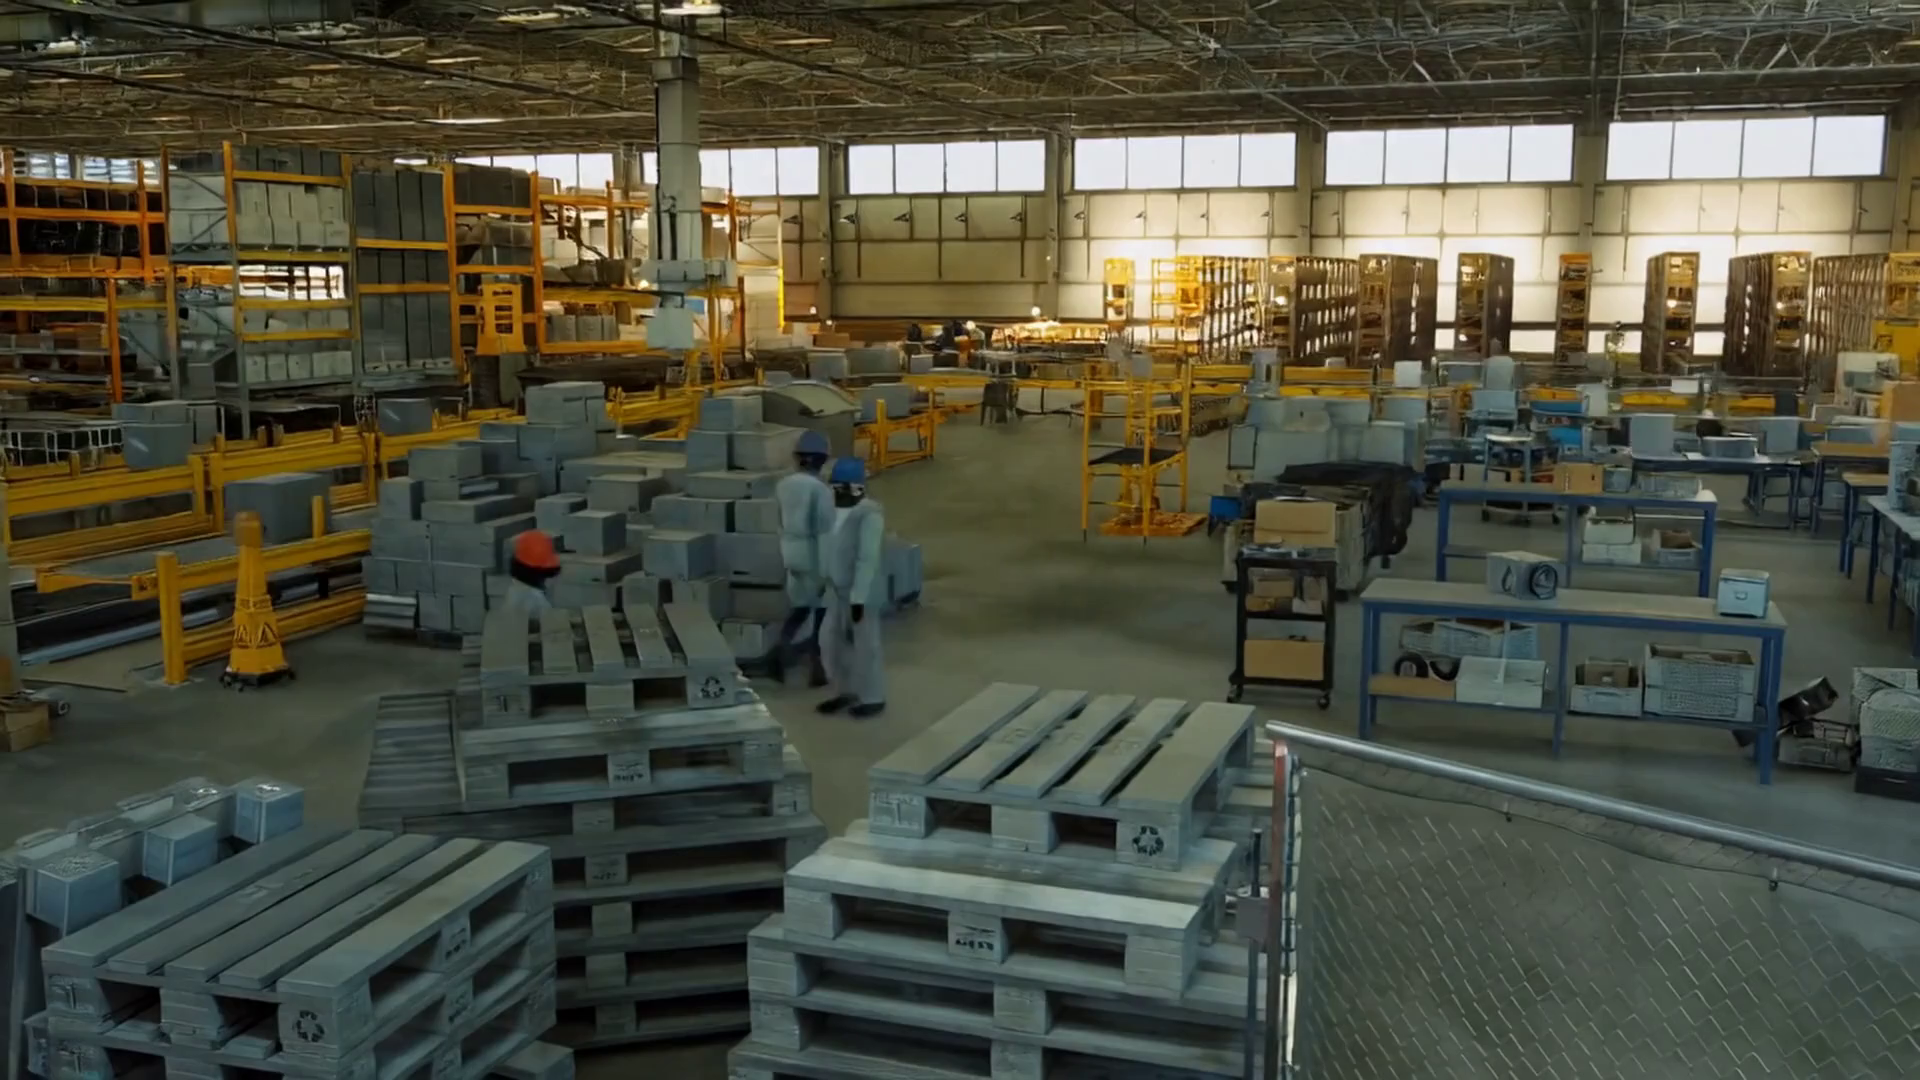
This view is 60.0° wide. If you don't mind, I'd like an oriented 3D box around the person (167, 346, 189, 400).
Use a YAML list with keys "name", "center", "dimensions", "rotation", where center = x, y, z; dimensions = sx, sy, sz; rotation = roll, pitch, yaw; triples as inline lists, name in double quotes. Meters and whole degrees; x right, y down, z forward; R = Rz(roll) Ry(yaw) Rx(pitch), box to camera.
- name: "person"
  center: [-15.805, -3.140, 33.749]
  dimensions: [0.467, 1.615, 0.514]
  rotation: [4, 10, 23]

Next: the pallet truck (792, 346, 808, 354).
- name: "pallet truck"
  center: [-3.705, -4.298, 42.022]
  dimensions: [0.653, 1.274, 1.630]
  rotation: [3, 10, 20]

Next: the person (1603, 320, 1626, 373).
- name: "person"
  center: [18.165, -5.197, 46.159]
  dimensions: [0.609, 1.789, 0.921]
  rotation: [4, 10, 26]

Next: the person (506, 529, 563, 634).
- name: "person"
  center: [-2.280, 0.780, 8.853]
  dimensions: [0.412, 1.716, 0.500]
  rotation: [-2, 9, -13]

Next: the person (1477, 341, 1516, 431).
- name: "person"
  center: [9.449, -2.560, 29.318]
  dimensions: [0.653, 1.879, 0.573]
  rotation: [-3, 10, -19]

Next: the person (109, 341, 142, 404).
- name: "person"
  center: [-14.198, -2.427, 28.331]
  dimensions: [0.384, 1.929, 0.539]
  rotation: [7, 12, 38]

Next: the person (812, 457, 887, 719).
- name: "person"
  center: [-0.771, 0.339, 11.288]
  dimensions: [0.617, 1.808, 0.597]
  rotation: [-5, 10, -29]

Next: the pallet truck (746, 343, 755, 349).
- name: "pallet truck"
  center: [-6.183, -4.618, 44.264]
  dimensions: [1.601, 1.201, 0.680]
  rotation: [-9, 12, -43]

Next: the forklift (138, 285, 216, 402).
- name: "forklift"
  center: [-17.480, -4.200, 36.461]
  dimensions: [1.873, 2.768, 1.129]
  rotation: [3, 10, 19]

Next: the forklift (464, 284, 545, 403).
- name: "forklift"
  center: [-10.832, -4.702, 39.610]
  dimensions: [1.129, 2.768, 1.873]
  rotation: [3, 10, 20]

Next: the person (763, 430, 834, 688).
- name: "person"
  center: [-1.140, 0.160, 12.112]
  dimensions: [0.558, 1.914, 0.586]
  rotation: [7, 11, 36]

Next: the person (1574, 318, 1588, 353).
- name: "person"
  center: [18.807, -5.949, 50.307]
  dimensions: [0.840, 1.962, 0.638]
  rotation: [0, 9, 1]
